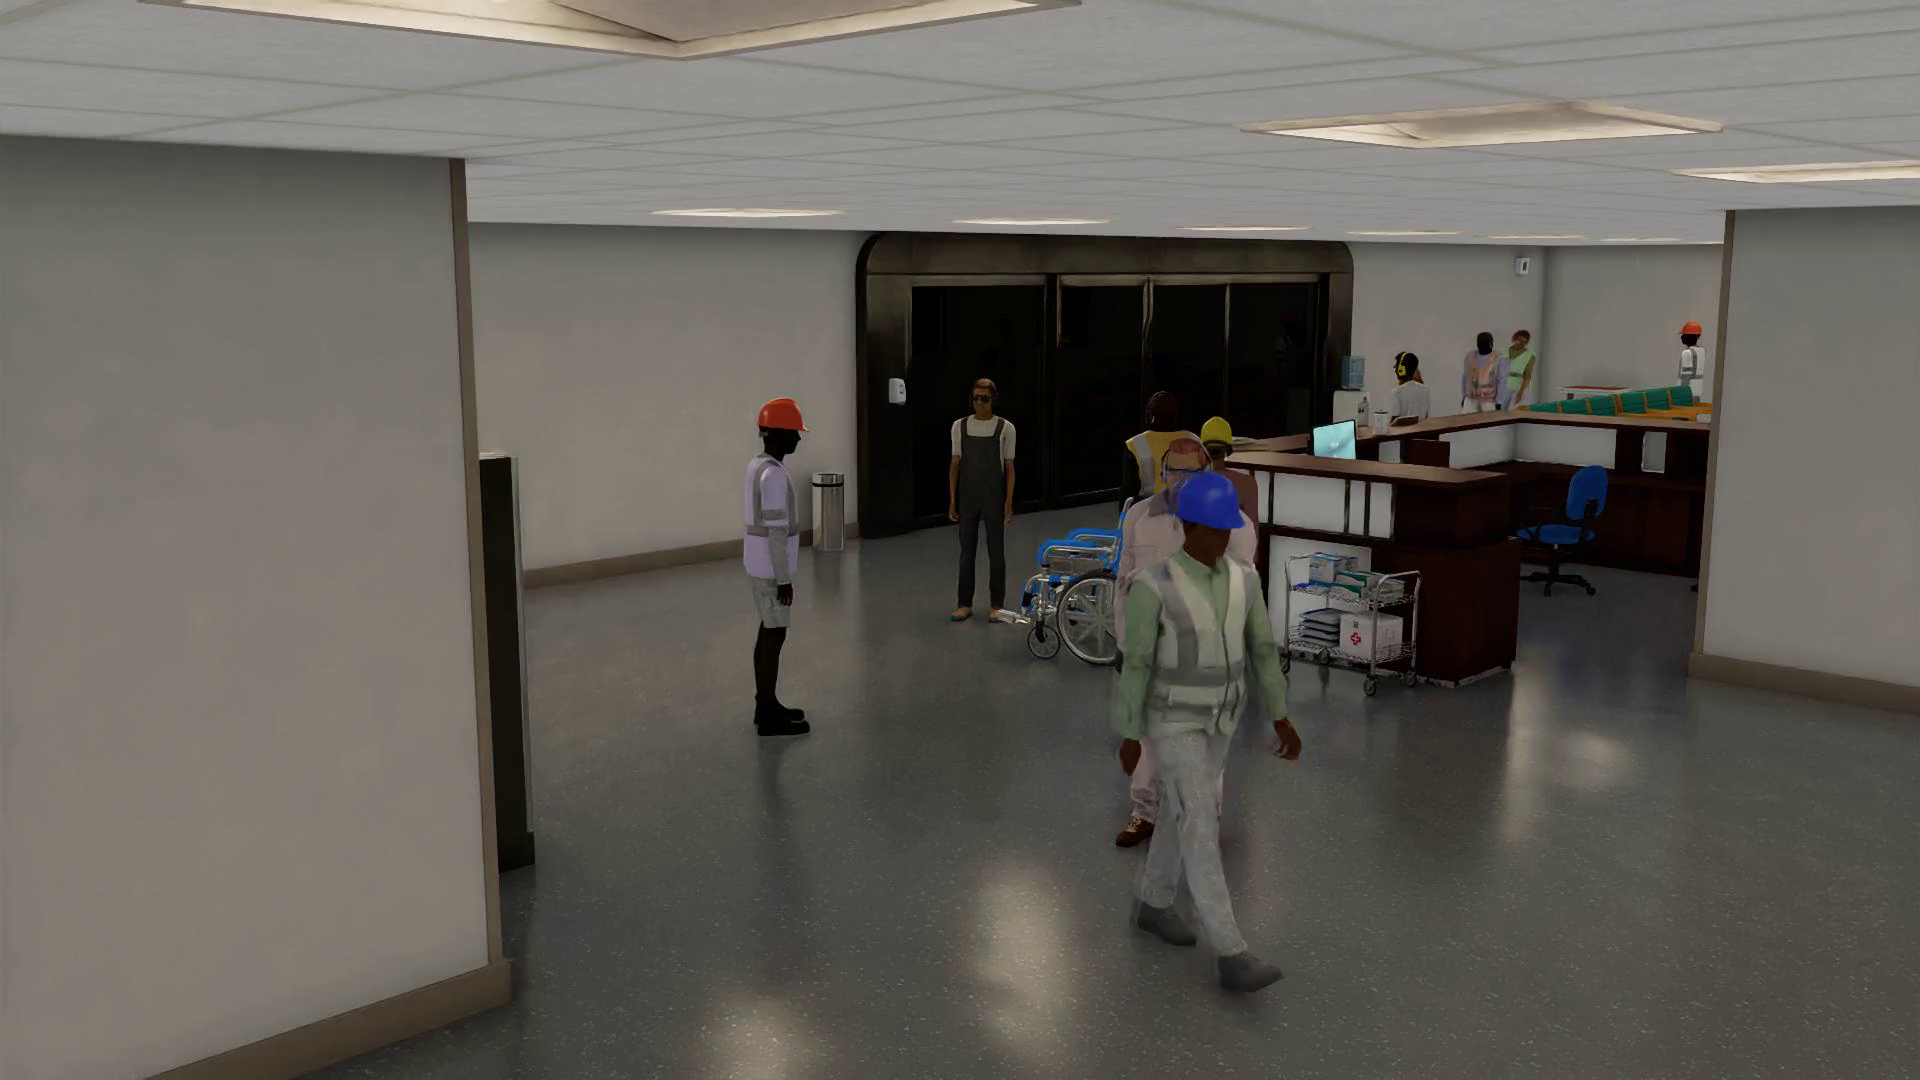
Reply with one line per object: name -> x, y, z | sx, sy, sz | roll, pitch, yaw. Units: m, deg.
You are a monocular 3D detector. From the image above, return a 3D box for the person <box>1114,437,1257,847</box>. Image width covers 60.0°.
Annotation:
person -> 0.998, 0.481, 7.571 | 0.643, 1.908, 0.411 | 4, 10, 23

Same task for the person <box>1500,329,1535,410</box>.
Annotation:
person -> 7.985, -2.131, 23.933 | 0.435, 1.802, 0.611 | -5, 11, -30

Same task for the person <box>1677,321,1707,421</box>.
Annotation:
person -> 9.985, -2.023, 22.829 | 0.552, 1.937, 0.358 | -9, 13, -44

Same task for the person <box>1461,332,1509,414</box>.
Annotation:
person -> 6.954, -1.869, 22.237 | 0.653, 1.815, 0.620 | 8, 12, 39

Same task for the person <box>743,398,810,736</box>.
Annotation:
person -> -1.041, 0.152, 9.528 | 0.390, 1.929, 0.545 | -3, 10, -15

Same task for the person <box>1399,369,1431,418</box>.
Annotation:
person -> 4.815, -1.049, 17.787 | 0.498, 1.633, 0.282 | -5, 11, -30

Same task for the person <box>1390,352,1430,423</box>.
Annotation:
person -> 4.341, -0.891, 16.128 | 0.508, 1.862, 0.332 | -5, 11, -30

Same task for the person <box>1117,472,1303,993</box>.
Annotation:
person -> 0.963, 0.695, 6.240 | 0.625, 1.896, 0.958 | -7, 12, -36

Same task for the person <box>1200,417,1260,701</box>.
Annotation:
person -> 1.549, 0.136, 10.107 | 0.524, 1.772, 0.301 | 2, 9, 10

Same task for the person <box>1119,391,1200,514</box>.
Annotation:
person -> 1.347, -0.079, 11.208 | 0.632, 1.843, 0.429 | -3, 10, -19

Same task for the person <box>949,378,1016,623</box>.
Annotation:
person -> 0.164, -0.297, 12.518 | 0.508, 1.847, 0.345 | 2, 9, 12
